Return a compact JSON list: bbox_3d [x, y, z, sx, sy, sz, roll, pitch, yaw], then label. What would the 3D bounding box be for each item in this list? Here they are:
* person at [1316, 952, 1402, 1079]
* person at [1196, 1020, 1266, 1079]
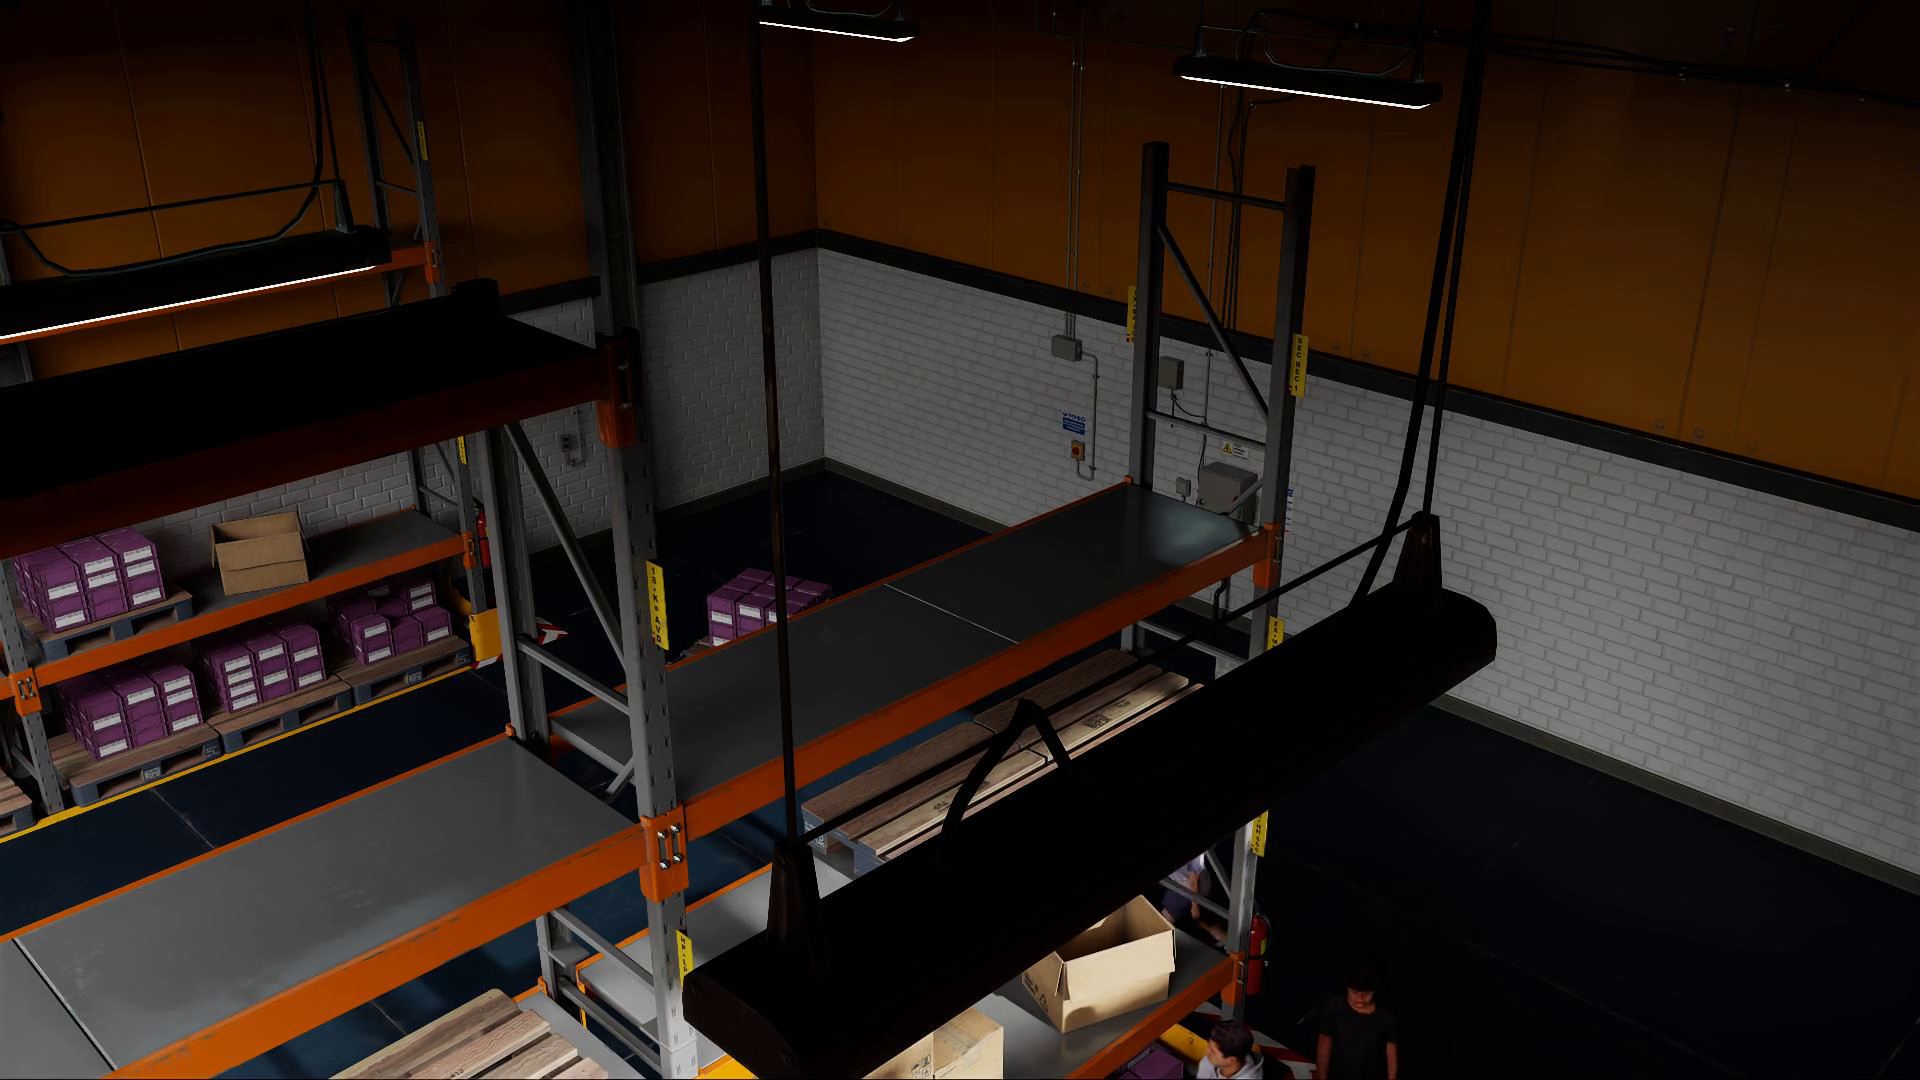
[{"bbox_3d":[2.314,3.078,9.711,0.829,1.757,0.966,7,25,16],"label":"person"},{"bbox_3d":[1.429,3.329,8.925,0.734,1.927,0.759,-9,25,-20],"label":"person"}]
